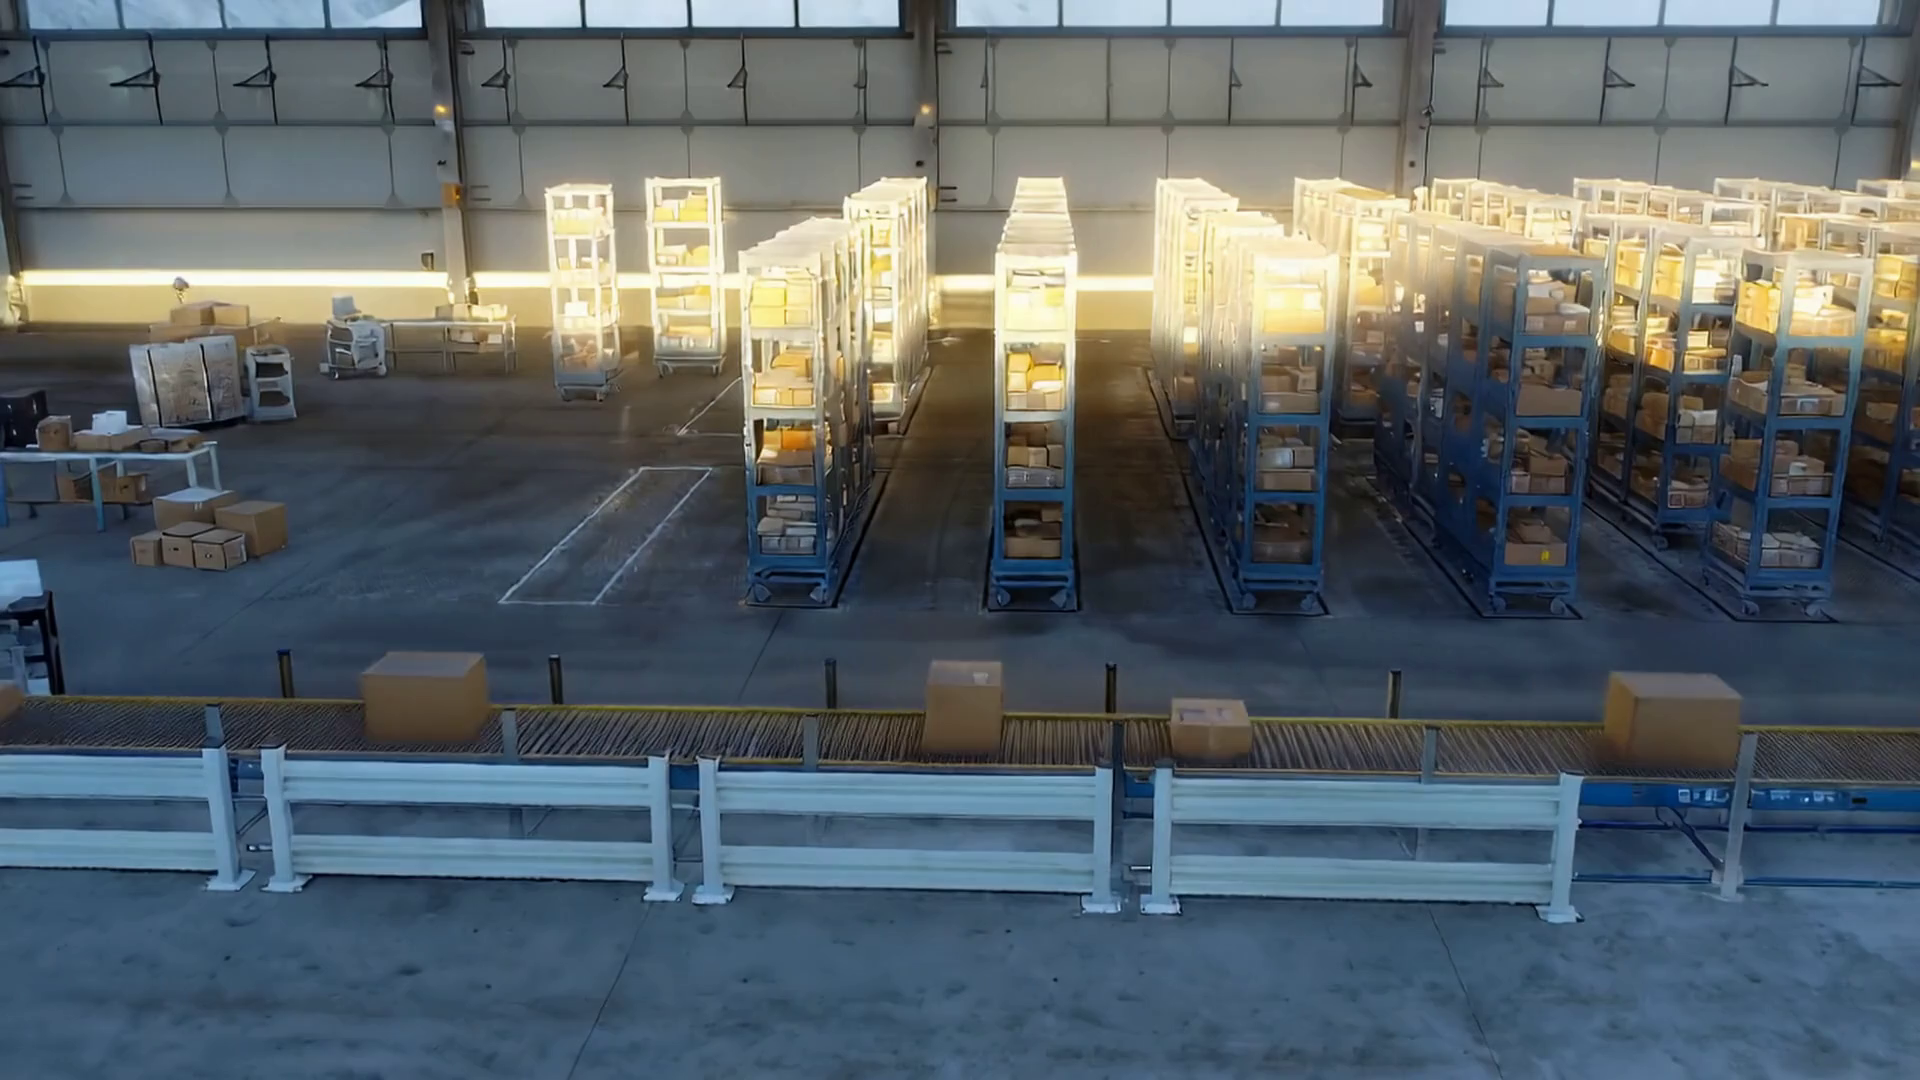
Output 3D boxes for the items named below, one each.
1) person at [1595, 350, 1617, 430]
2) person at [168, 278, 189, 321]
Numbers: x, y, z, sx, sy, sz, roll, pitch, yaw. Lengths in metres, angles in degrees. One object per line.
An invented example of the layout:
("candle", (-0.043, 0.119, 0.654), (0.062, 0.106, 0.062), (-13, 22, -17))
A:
("person", (9.510, -2.296, 24.559), (0.388, 1.848, 0.564), (4, 16, 13))
("person", (-14.820, -4.085, 31.437), (0.592, 1.727, 0.575), (-8, 17, -27))
